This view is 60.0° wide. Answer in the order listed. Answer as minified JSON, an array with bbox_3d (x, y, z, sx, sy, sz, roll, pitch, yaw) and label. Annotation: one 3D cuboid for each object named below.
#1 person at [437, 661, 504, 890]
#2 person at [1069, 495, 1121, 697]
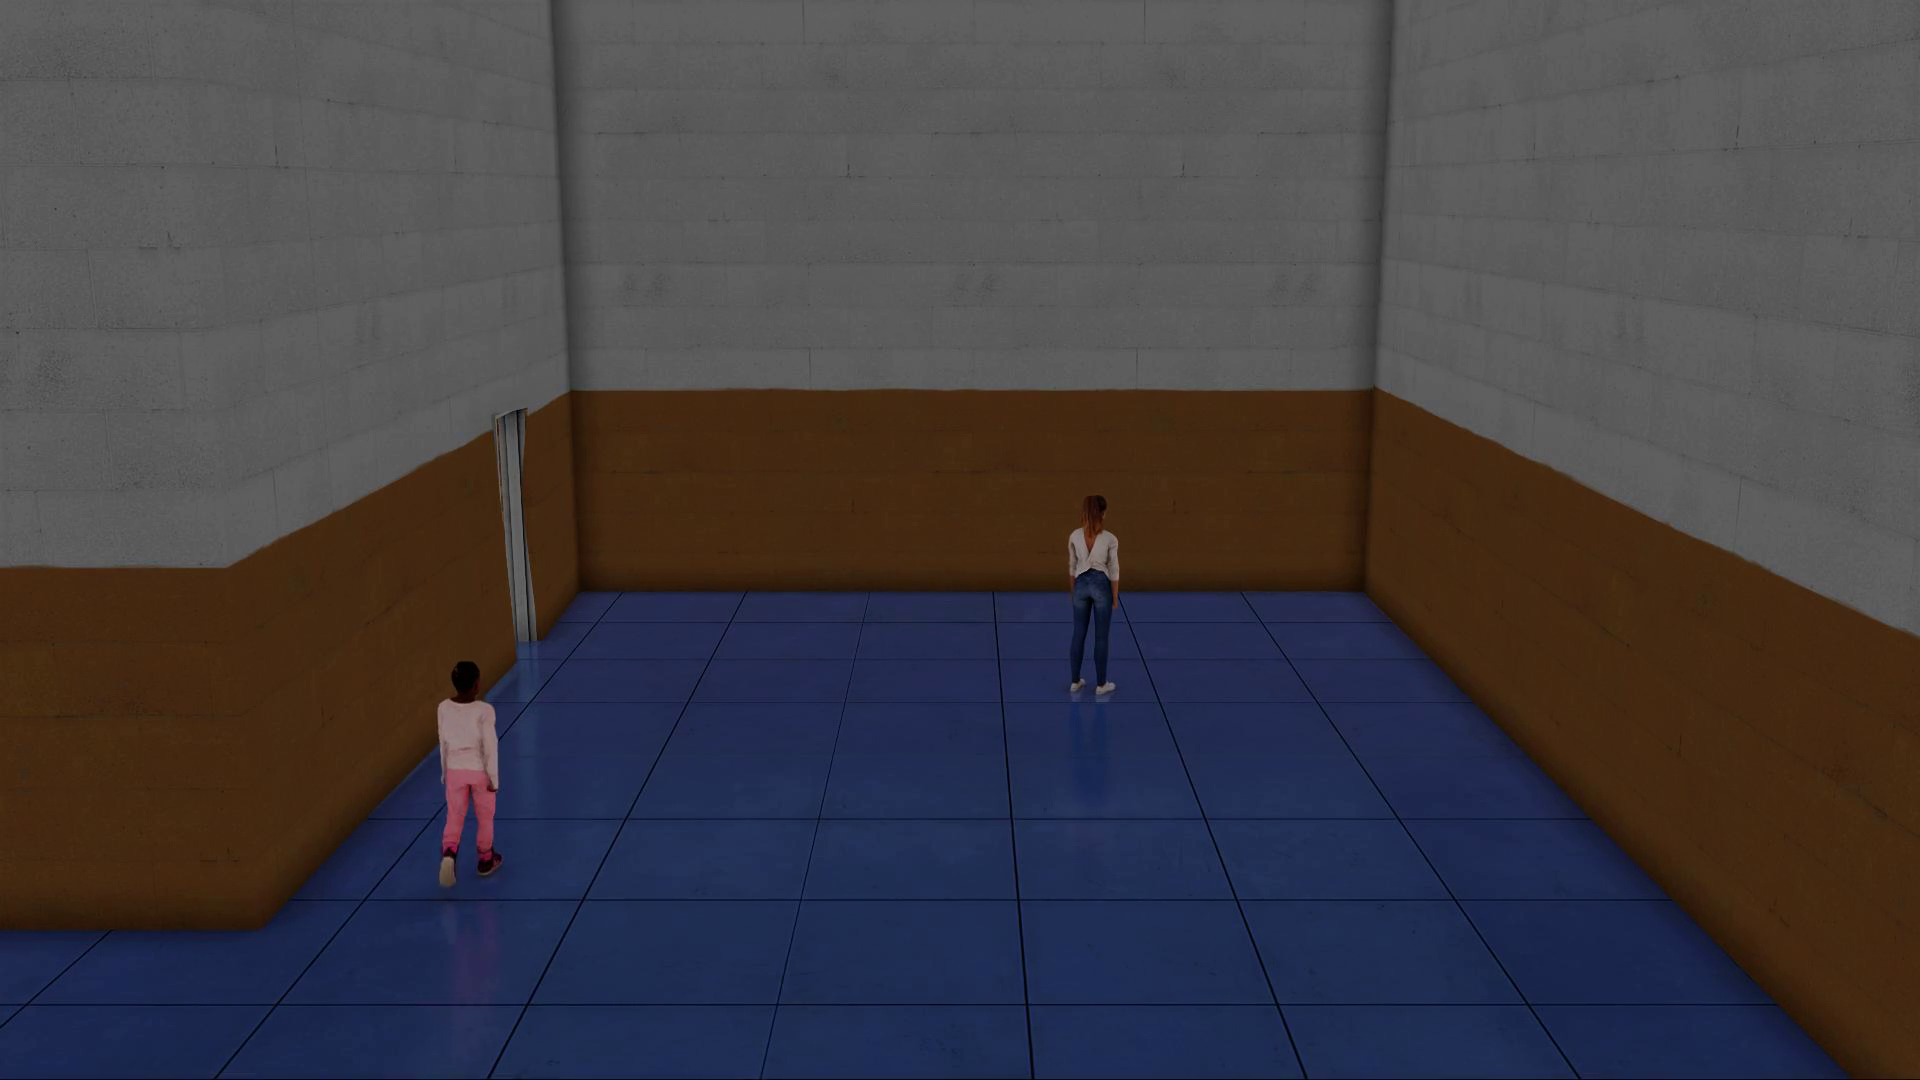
[{"bbox_3d":[-3.060,1.444,10.267,0.797,1.429,0.631,1,12,4],"label":"person"},{"bbox_3d":[1.134,0.460,14.220,0.588,1.725,0.733,5,13,22],"label":"person"}]
